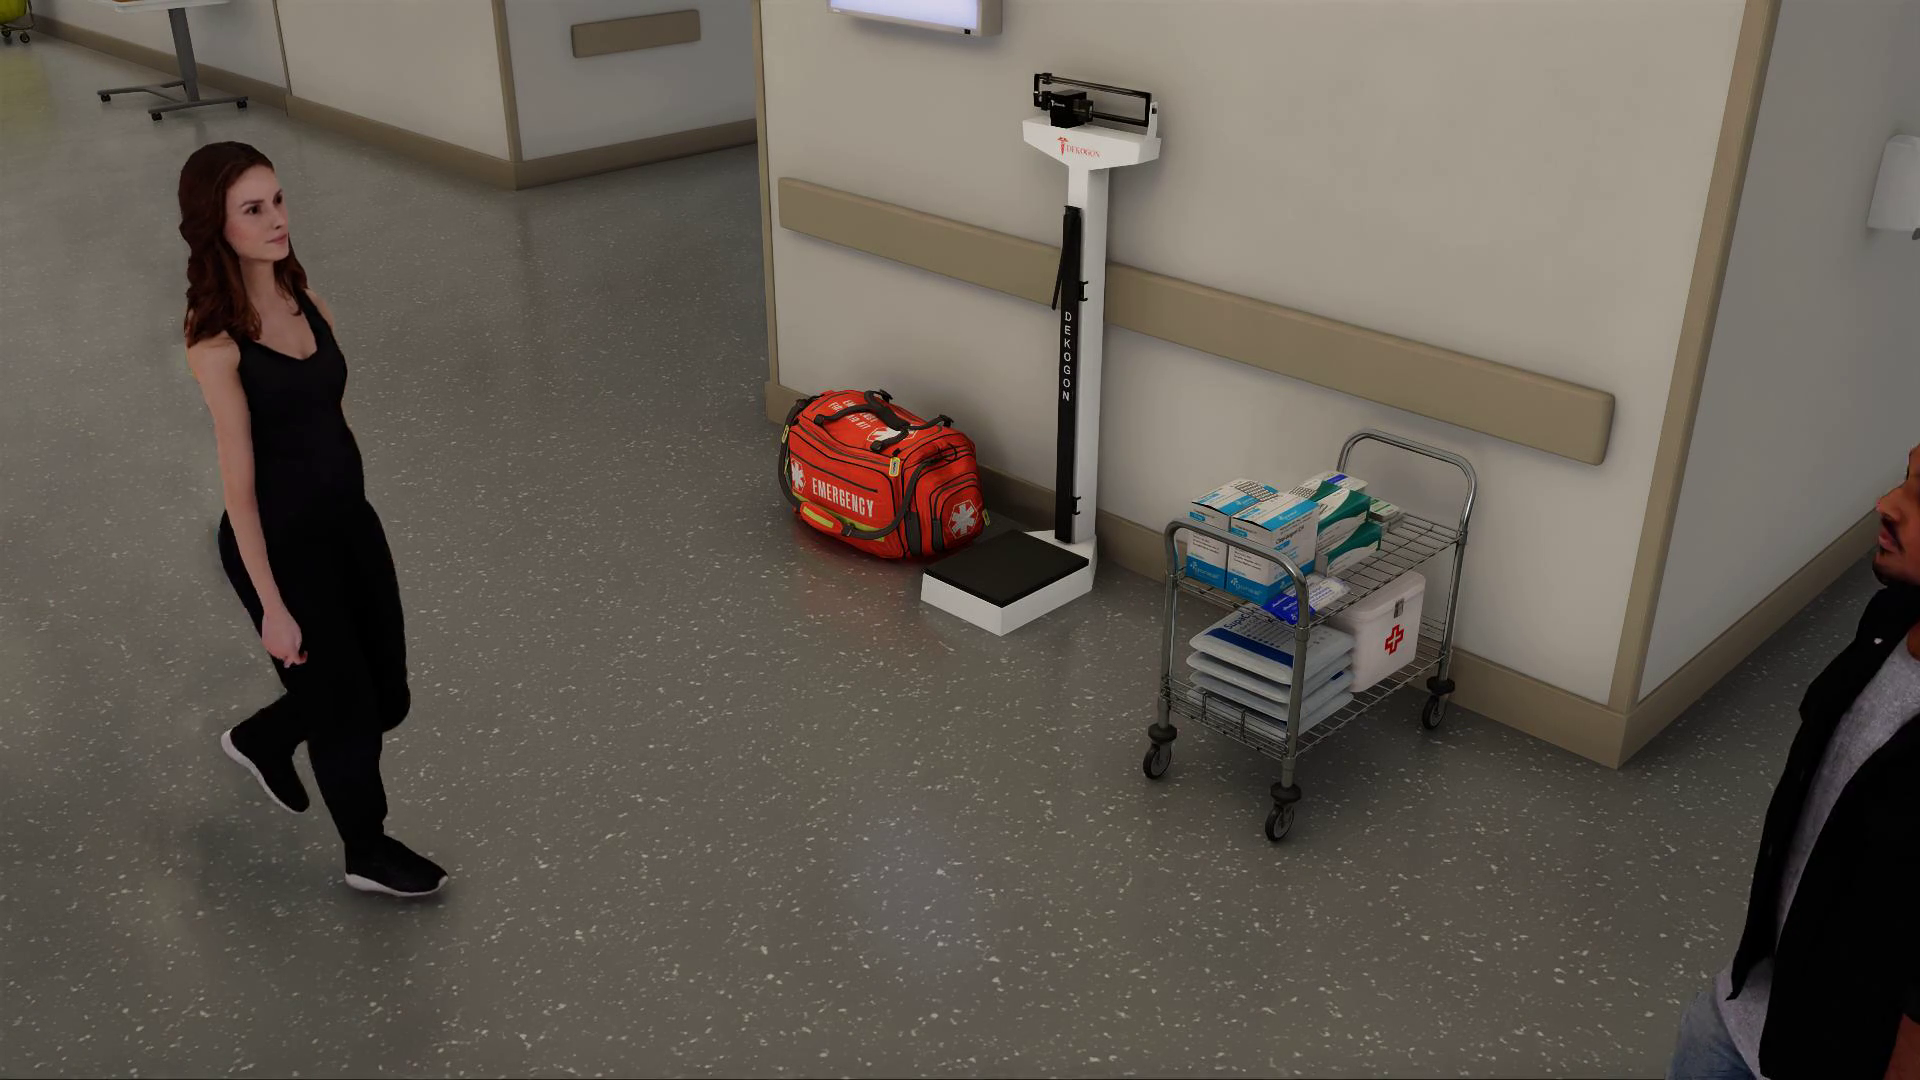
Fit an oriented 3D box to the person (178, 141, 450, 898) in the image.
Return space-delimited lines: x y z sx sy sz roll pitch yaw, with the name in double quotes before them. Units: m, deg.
"person" -1.484 0.016 3.589 0.944 1.733 0.796 8 27 17
